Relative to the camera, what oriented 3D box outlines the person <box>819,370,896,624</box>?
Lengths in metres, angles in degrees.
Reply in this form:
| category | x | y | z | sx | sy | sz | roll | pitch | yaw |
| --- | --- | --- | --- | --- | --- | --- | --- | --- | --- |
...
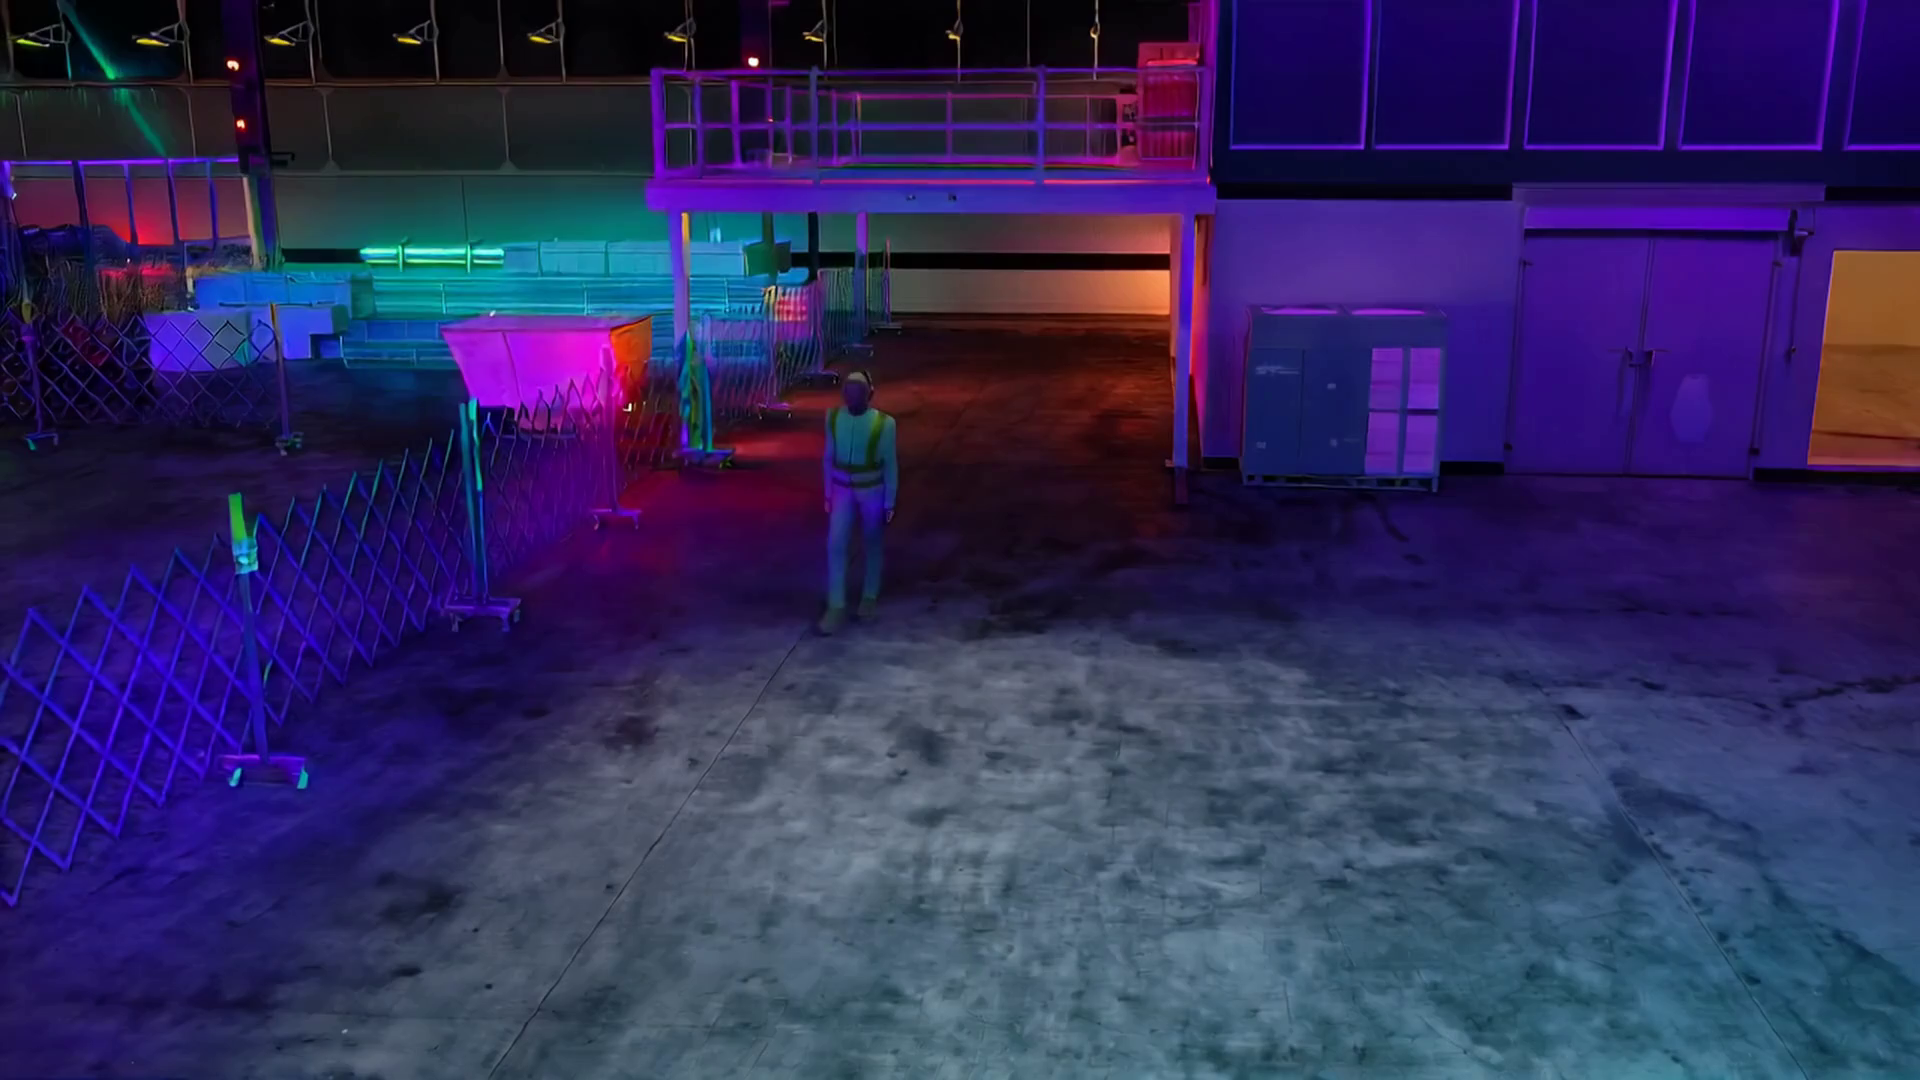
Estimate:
| category | x | y | z | sx | sy | sz | roll | pitch | yaw |
| --- | --- | --- | --- | --- | --- | --- | --- | --- | --- |
| person | -0.776 | -0.297 | 12.129 | 0.618 | 1.853 | 0.831 | 4 | 14 | 18 |
